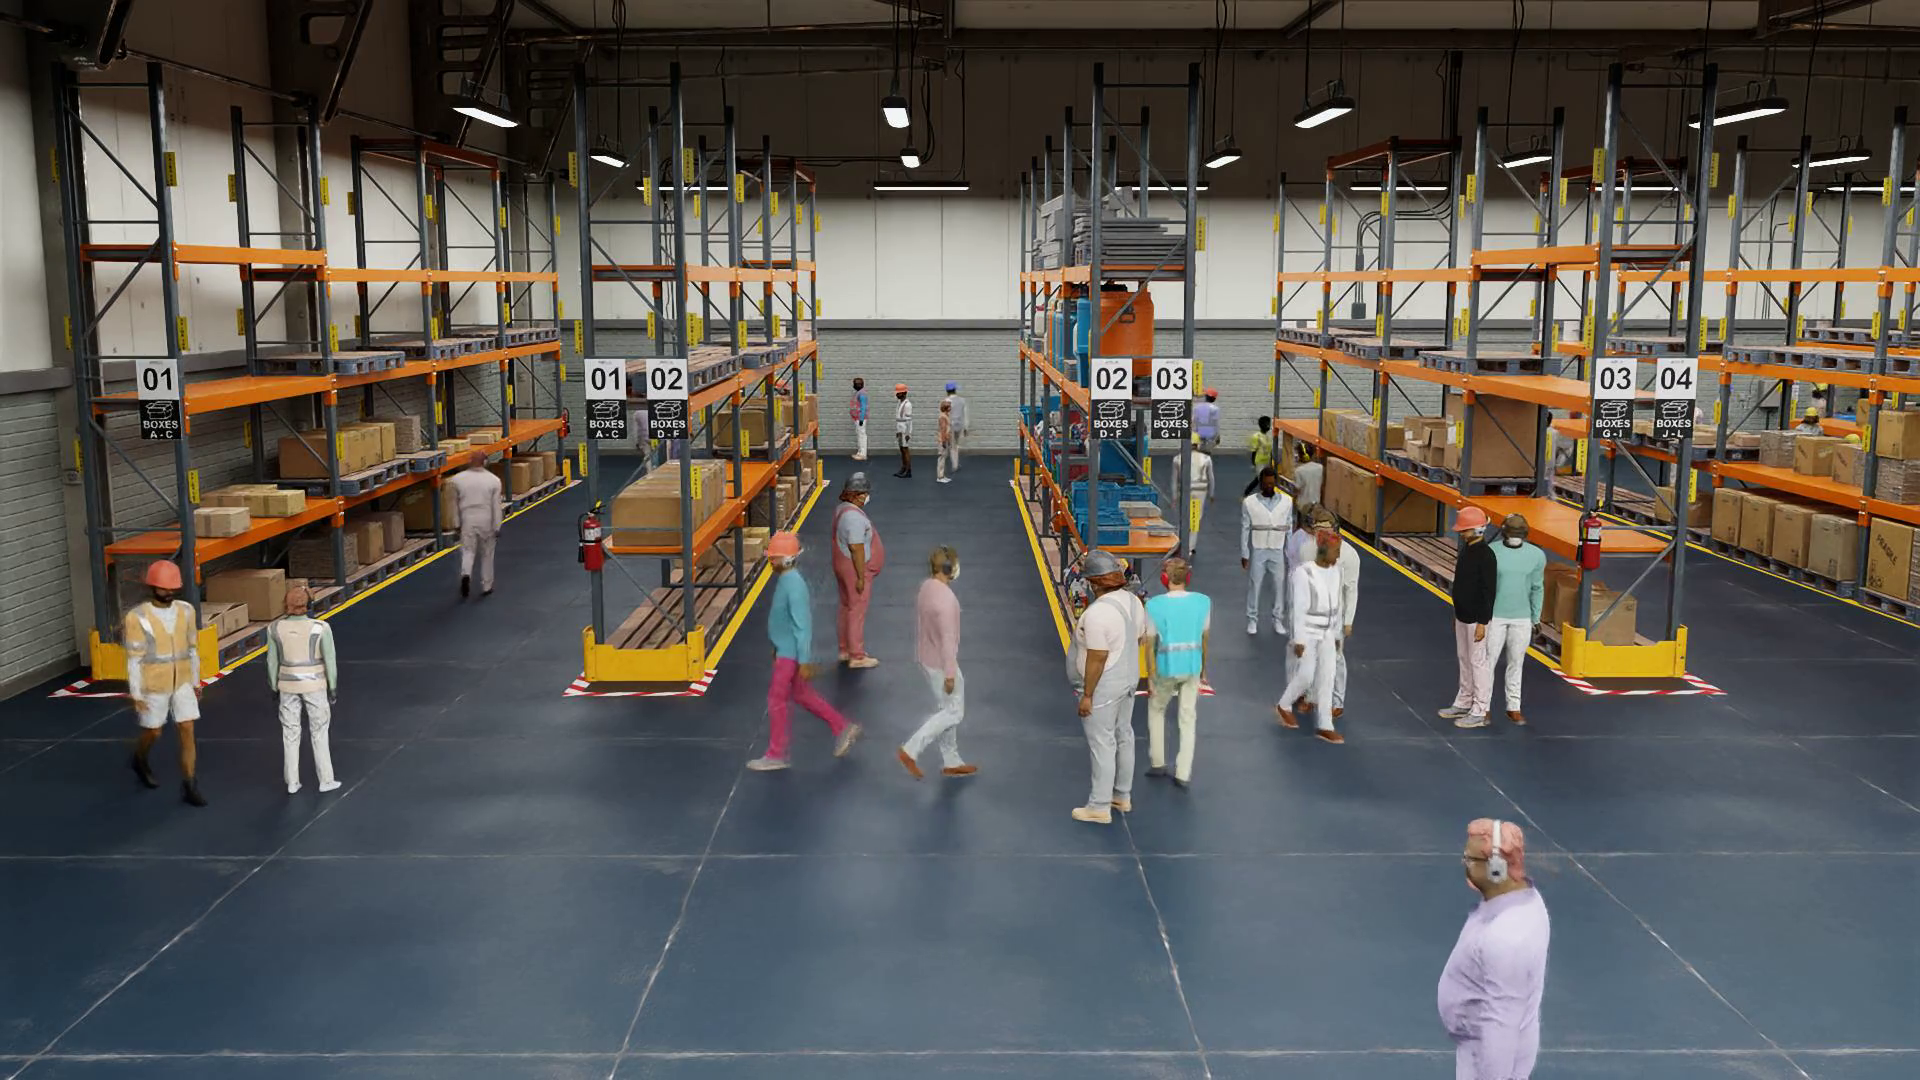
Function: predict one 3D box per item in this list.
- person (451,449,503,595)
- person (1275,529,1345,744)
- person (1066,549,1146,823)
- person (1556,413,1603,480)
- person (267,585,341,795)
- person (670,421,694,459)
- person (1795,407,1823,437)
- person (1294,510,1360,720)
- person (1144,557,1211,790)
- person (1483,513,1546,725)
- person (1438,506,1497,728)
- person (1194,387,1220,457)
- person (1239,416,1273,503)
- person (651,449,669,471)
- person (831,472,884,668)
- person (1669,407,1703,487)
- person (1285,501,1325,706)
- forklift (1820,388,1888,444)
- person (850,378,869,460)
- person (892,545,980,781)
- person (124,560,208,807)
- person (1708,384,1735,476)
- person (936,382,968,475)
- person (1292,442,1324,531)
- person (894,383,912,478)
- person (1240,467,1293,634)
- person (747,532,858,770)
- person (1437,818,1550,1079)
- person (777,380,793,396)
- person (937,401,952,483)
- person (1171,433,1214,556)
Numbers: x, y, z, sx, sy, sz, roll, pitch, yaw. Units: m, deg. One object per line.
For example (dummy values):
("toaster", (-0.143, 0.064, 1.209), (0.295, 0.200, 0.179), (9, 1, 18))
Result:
("person", (-6.072, -0.201, 20.944), (0.648, 1.881, 0.628), (-1, 9, -5))
("person", (3.118, 0.813, 14.555), (0.598, 1.856, 0.694), (-5, 10, -30))
("person", (1.042, 1.059, 12.329), (0.535, 2.000, 0.673), (6, 11, 34))
("person", (12.416, -2.145, 33.465), (0.985, 1.889, 0.628), (5, 10, 30))
("person", (-5.099, 1.168, 12.923), (0.523, 1.636, 0.311), (0, 9, -3))
("person", (-5.640, -2.216, 33.546), (0.379, 1.996, 0.610), (8, 12, 41))
("person", (15.177, -1.504, 29.770), (0.487, 1.746, 0.287), (1, 9, 3))
("person", (3.339, 0.675, 15.176), (0.362, 1.932, 0.631), (-8, 12, -41))
("person", (1.698, 1.035, 13.183), (0.575, 1.816, 0.647), (-1, 9, -8))
("person", (4.925, 0.708, 14.938), (0.629, 1.933, 0.379), (0, 9, 3))
("person", (4.581, 0.682, 14.929), (0.388, 1.987, 0.608), (-1, 9, -7))
("person", (4.928, -2.090, 33.019), (0.402, 1.910, 0.550), (-8, 12, -43))
("person", (5.252, -1.362, 29.155), (0.876, 1.653, 0.537), (7, 11, 39))
("person", (-4.886, -1.047, 27.282), (0.326, 1.605, 0.676), (1, 9, 4))
("person", (-1.050, 0.294, 17.250), (0.536, 2.000, 0.675), (-3, 9, -20))
("person", (13.941, -1.895, 31.981), (0.625, 1.843, 0.429), (2, 9, 15))
("person", (3.271, 0.591, 15.682), (0.373, 1.936, 0.629), (4, 10, 26))
("forklift", (20.072, -3.110, 36.462), (1.873, 2.768, 1.129), (0, 9, 0))
("person", (-2.258, -2.720, 37.284), (0.429, 1.839, 0.633), (-2, 9, -11))
("person", (-0.176, 0.986, 13.189), (0.665, 1.917, 0.647), (-2, 9, -15))
("person", (-6.129, 1.070, 12.750), (0.854, 1.905, 0.584), (7, 11, 39))
("person", (15.604, -2.271, 34.093), (0.417, 1.939, 0.609), (5, 10, 30))
("person", (-0.191, -2.321, 34.459), (0.599, 1.911, 0.664), (-6, 11, -35))
("person", (4.670, -0.421, 22.518), (0.554, 1.831, 0.421), (-4, 10, -26))
("person", (-1.170, -2.221, 33.811), (0.385, 1.929, 0.547), (-3, 9, -20))
("person", (3.459, 0.120, 18.811), (0.588, 1.908, 0.361), (-1, 9, -4))
("person", (-1.293, 0.894, 13.610), (0.856, 1.971, 0.603), (-1, 9, -9))
("person", (2.092, 2.027, 6.570), (0.420, 1.911, 0.672), (4, 10, 24))
("person", (-3.586, -2.250, 33.846), (0.536, 1.976, 0.626), (-1, 9, -6))
("person", (-0.302, -1.951, 33.019), (0.317, 1.633, 0.516), (1, 9, 7))
("person", (3.417, -0.678, 24.357), (0.595, 1.783, 0.942), (4, 10, 22))
